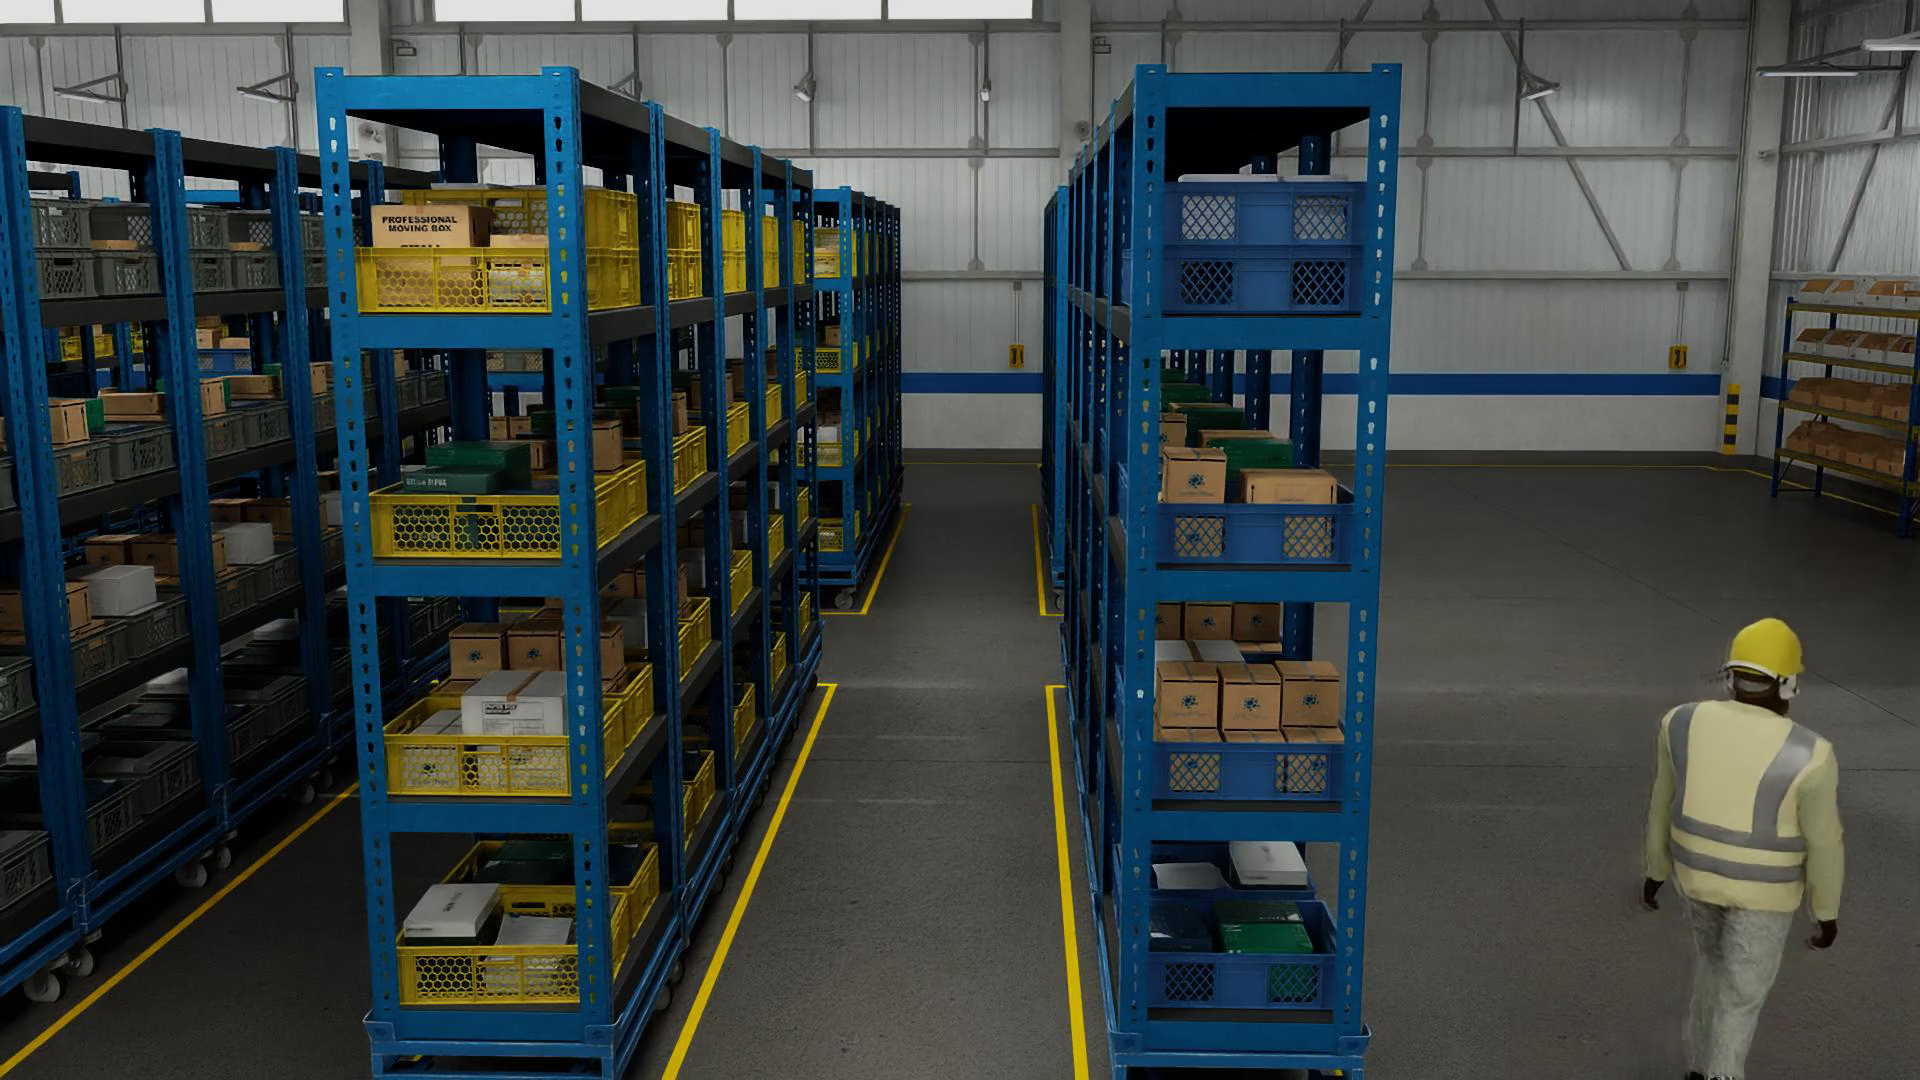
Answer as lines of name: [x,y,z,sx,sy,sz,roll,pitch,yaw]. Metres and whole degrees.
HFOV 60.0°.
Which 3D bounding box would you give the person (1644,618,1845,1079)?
person: [2.739,1.159,5.745,0.569,1.814,0.626,-7,12,-37]
